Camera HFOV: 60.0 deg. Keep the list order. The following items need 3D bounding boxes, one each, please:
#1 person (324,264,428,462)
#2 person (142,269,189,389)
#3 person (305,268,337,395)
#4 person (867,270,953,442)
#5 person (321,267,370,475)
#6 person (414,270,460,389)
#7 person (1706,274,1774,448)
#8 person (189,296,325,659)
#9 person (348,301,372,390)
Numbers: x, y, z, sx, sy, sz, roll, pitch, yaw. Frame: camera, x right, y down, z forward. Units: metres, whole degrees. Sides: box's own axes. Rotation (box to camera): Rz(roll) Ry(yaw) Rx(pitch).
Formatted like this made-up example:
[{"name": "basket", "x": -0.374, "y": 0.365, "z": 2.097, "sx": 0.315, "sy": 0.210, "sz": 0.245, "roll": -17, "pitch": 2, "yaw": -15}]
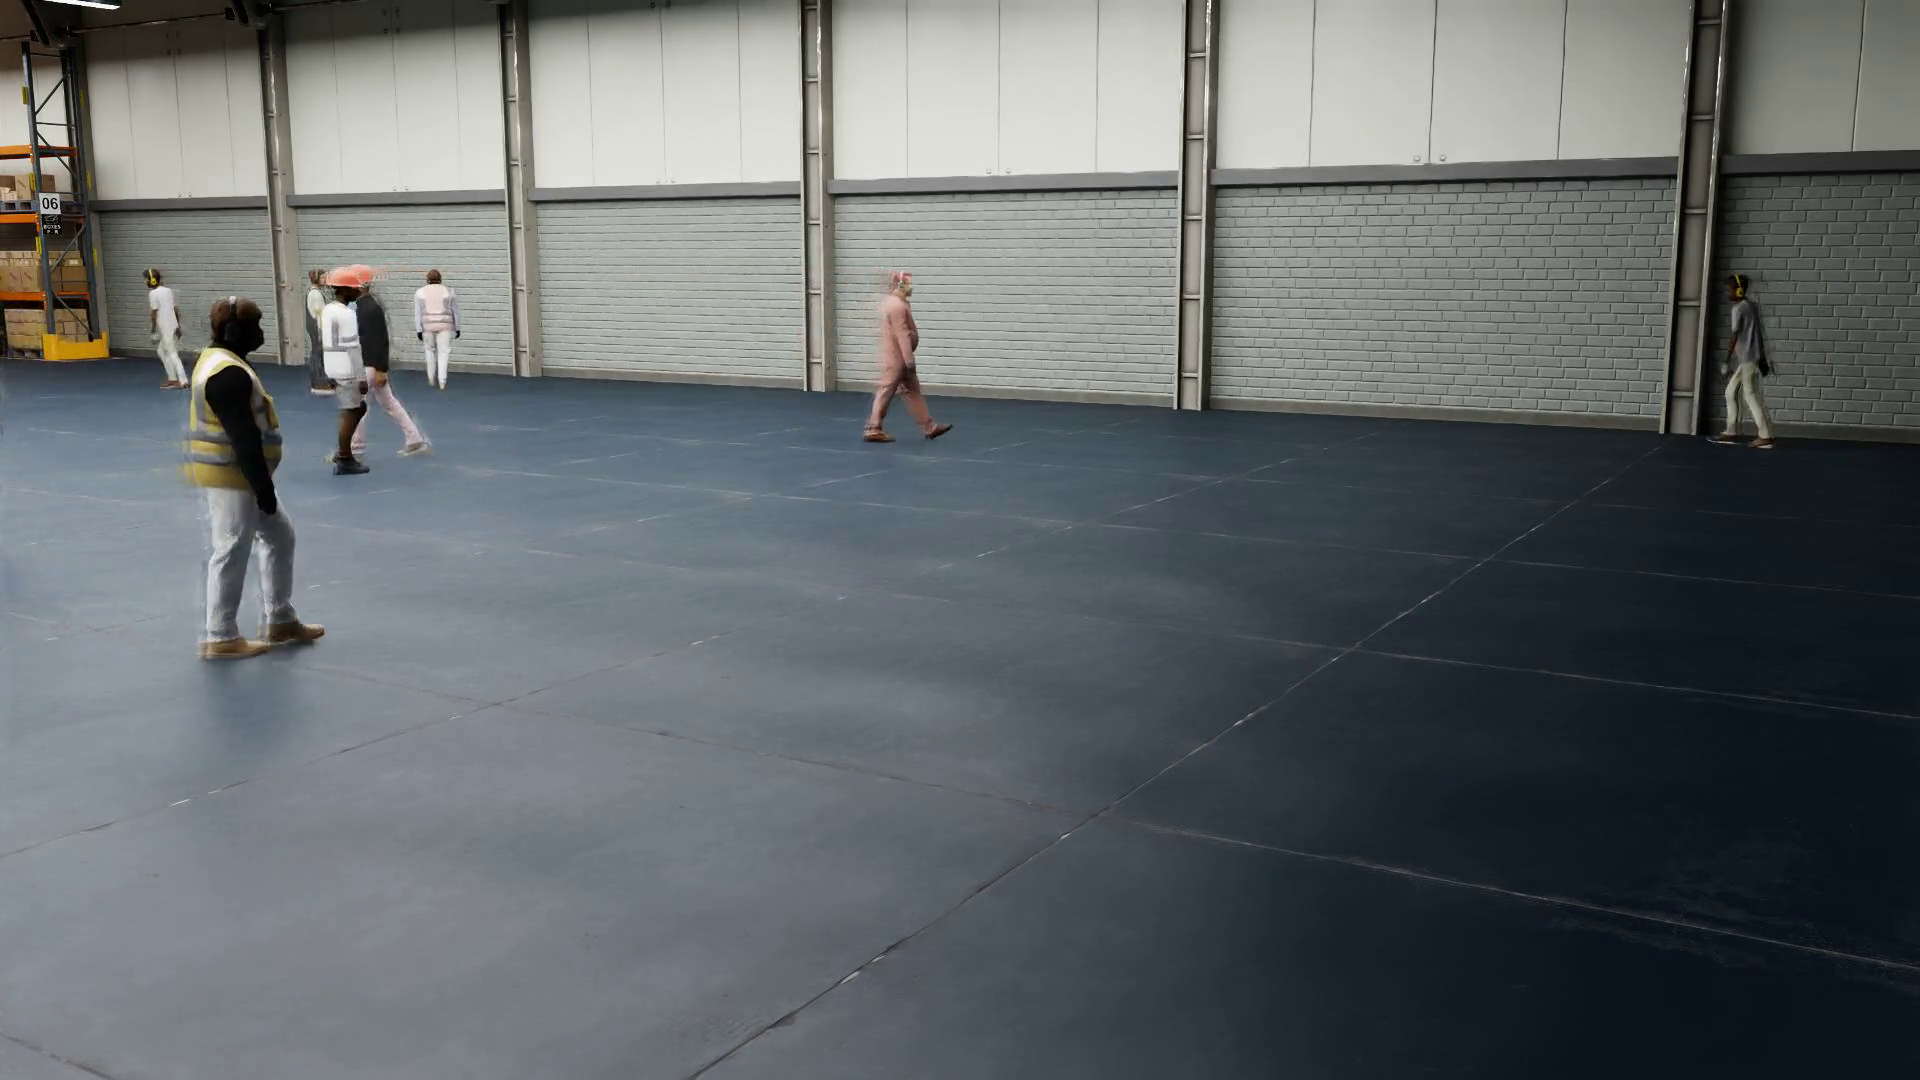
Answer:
[{"name": "person", "x": -5.802, "y": -1.752, "z": 16.498, "sx": 0.979, "sy": 1.951, "sz": 0.612, "roll": -4, "pitch": 10, "yaw": -21}, {"name": "person", "x": -12.020, "y": -3.166, "z": 25.110, "sx": 0.604, "sy": 1.824, "sz": 0.520, "roll": 0, "pitch": 10, "yaw": -2}, {"name": "person", "x": -9.375, "y": -3.040, "z": 24.310, "sx": 0.342, "sy": 1.845, "sz": 0.506, "roll": -5, "pitch": 11, "yaw": -29}, {"name": "person", "x": -0.563, "y": -1.980, "z": 18.052, "sx": 0.985, "sy": 1.853, "sz": 0.678, "roll": 0, "pitch": 10, "yaw": -2}, {"name": "person", "x": -5.659, "y": -1.559, "z": 15.420, "sx": 0.443, "sy": 1.917, "sz": 0.562, "roll": -8, "pitch": 12, "yaw": -39}, {"name": "person", "x": -8.024, "y": -3.243, "z": 25.612, "sx": 0.640, "sy": 1.801, "sz": 0.899, "roll": -2, "pitch": 10, "yaw": -9}, {"name": "person", "x": 8.286, "y": -1.888, "z": 17.622, "sx": 0.818, "sy": 1.824, "sz": 0.533, "roll": 8, "pitch": 12, "yaw": 39}, {"name": "person", "x": -3.534, "y": -0.311, "z": 8.422, "sx": 0.725, "sy": 1.818, "sz": 0.645, "roll": -4, "pitch": 11, "yaw": -24}, {"name": "person", "x": -9.226, "y": -3.089, "z": 25.071, "sx": 0.597, "sy": 1.671, "sz": 0.541, "roll": 4, "pitch": 11, "yaw": 24}]
